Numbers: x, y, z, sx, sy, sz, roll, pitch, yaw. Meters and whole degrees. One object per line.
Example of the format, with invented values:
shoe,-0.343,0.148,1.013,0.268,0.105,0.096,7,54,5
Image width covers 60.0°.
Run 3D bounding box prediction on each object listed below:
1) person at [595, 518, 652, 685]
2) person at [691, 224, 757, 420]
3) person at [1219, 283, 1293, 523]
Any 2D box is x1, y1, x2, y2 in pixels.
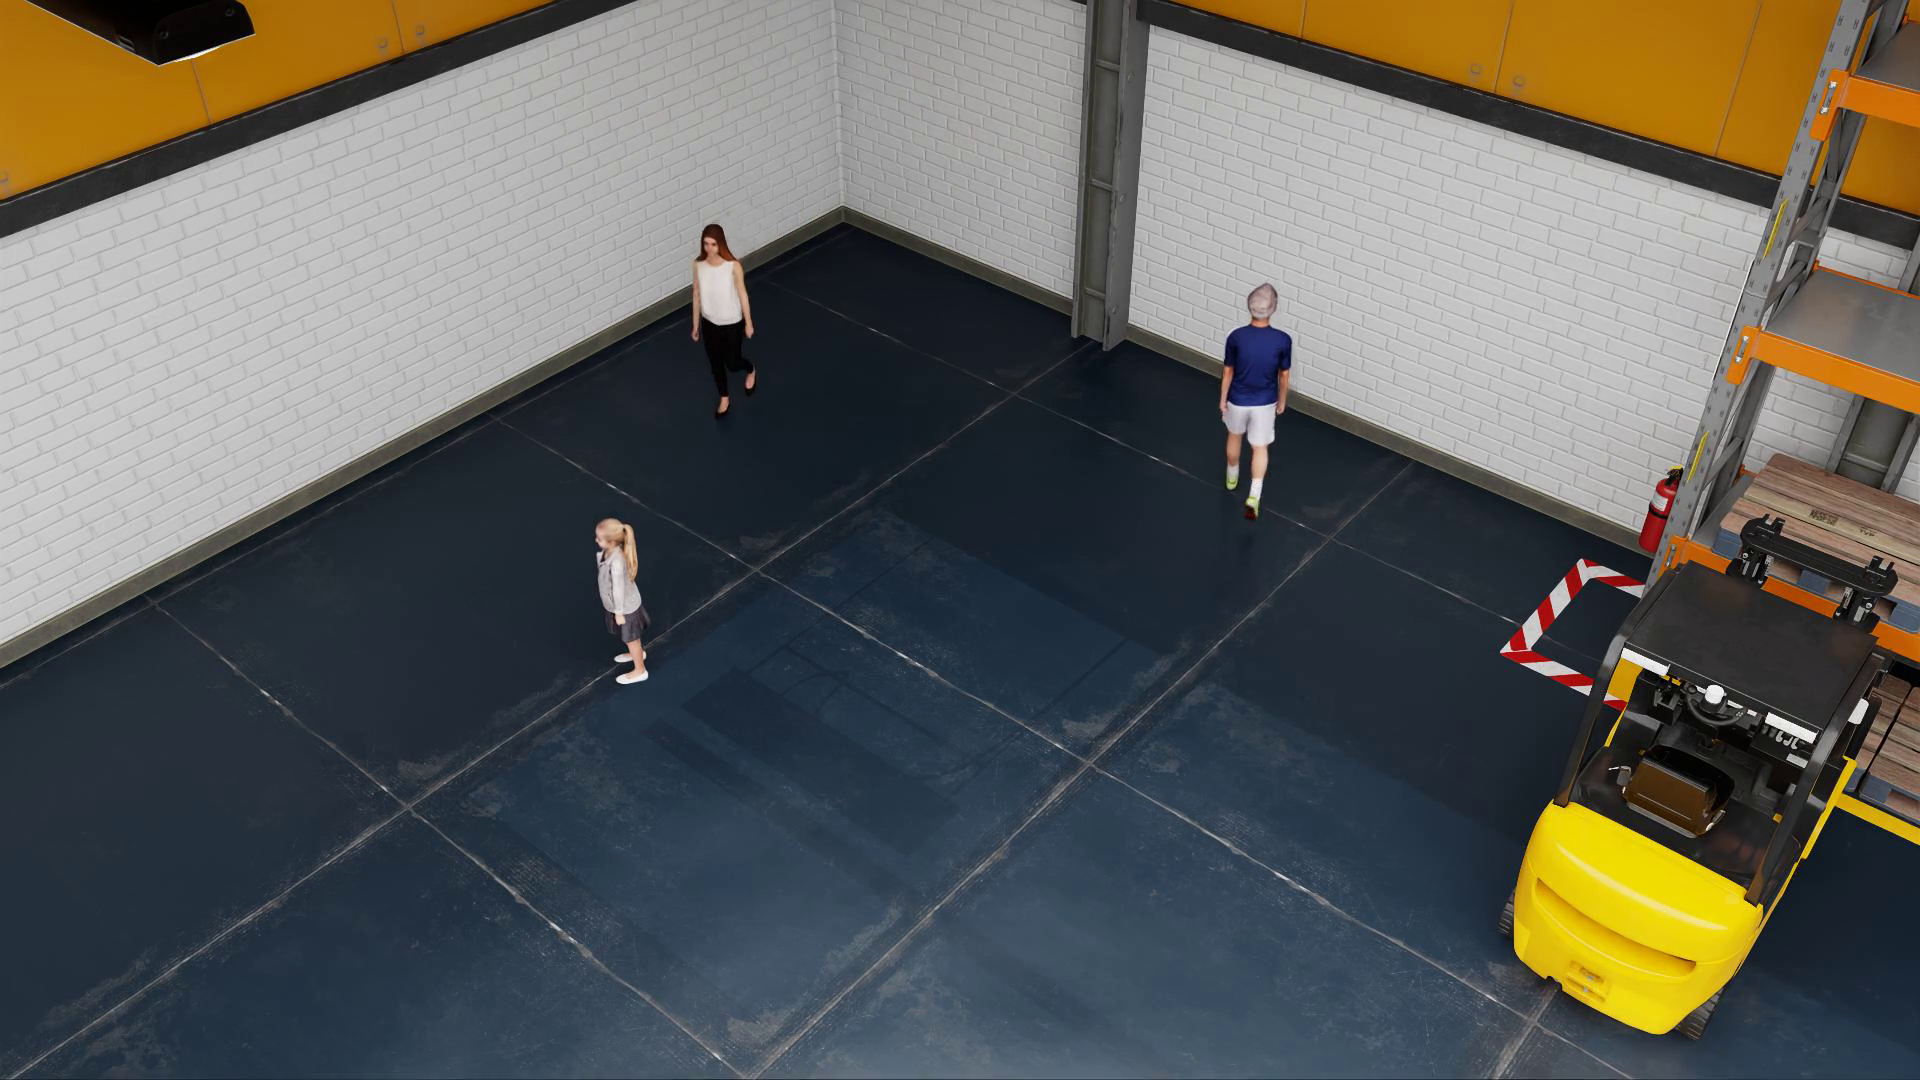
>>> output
person,-2.196,0.375,10.832,0.661,1.274,0.591,-8,39,-10
person,-1.845,-1.779,13.182,0.791,1.707,0.819,13,40,16
person,2.121,-0.977,12.092,1.128,1.815,1.068,5,39,6
